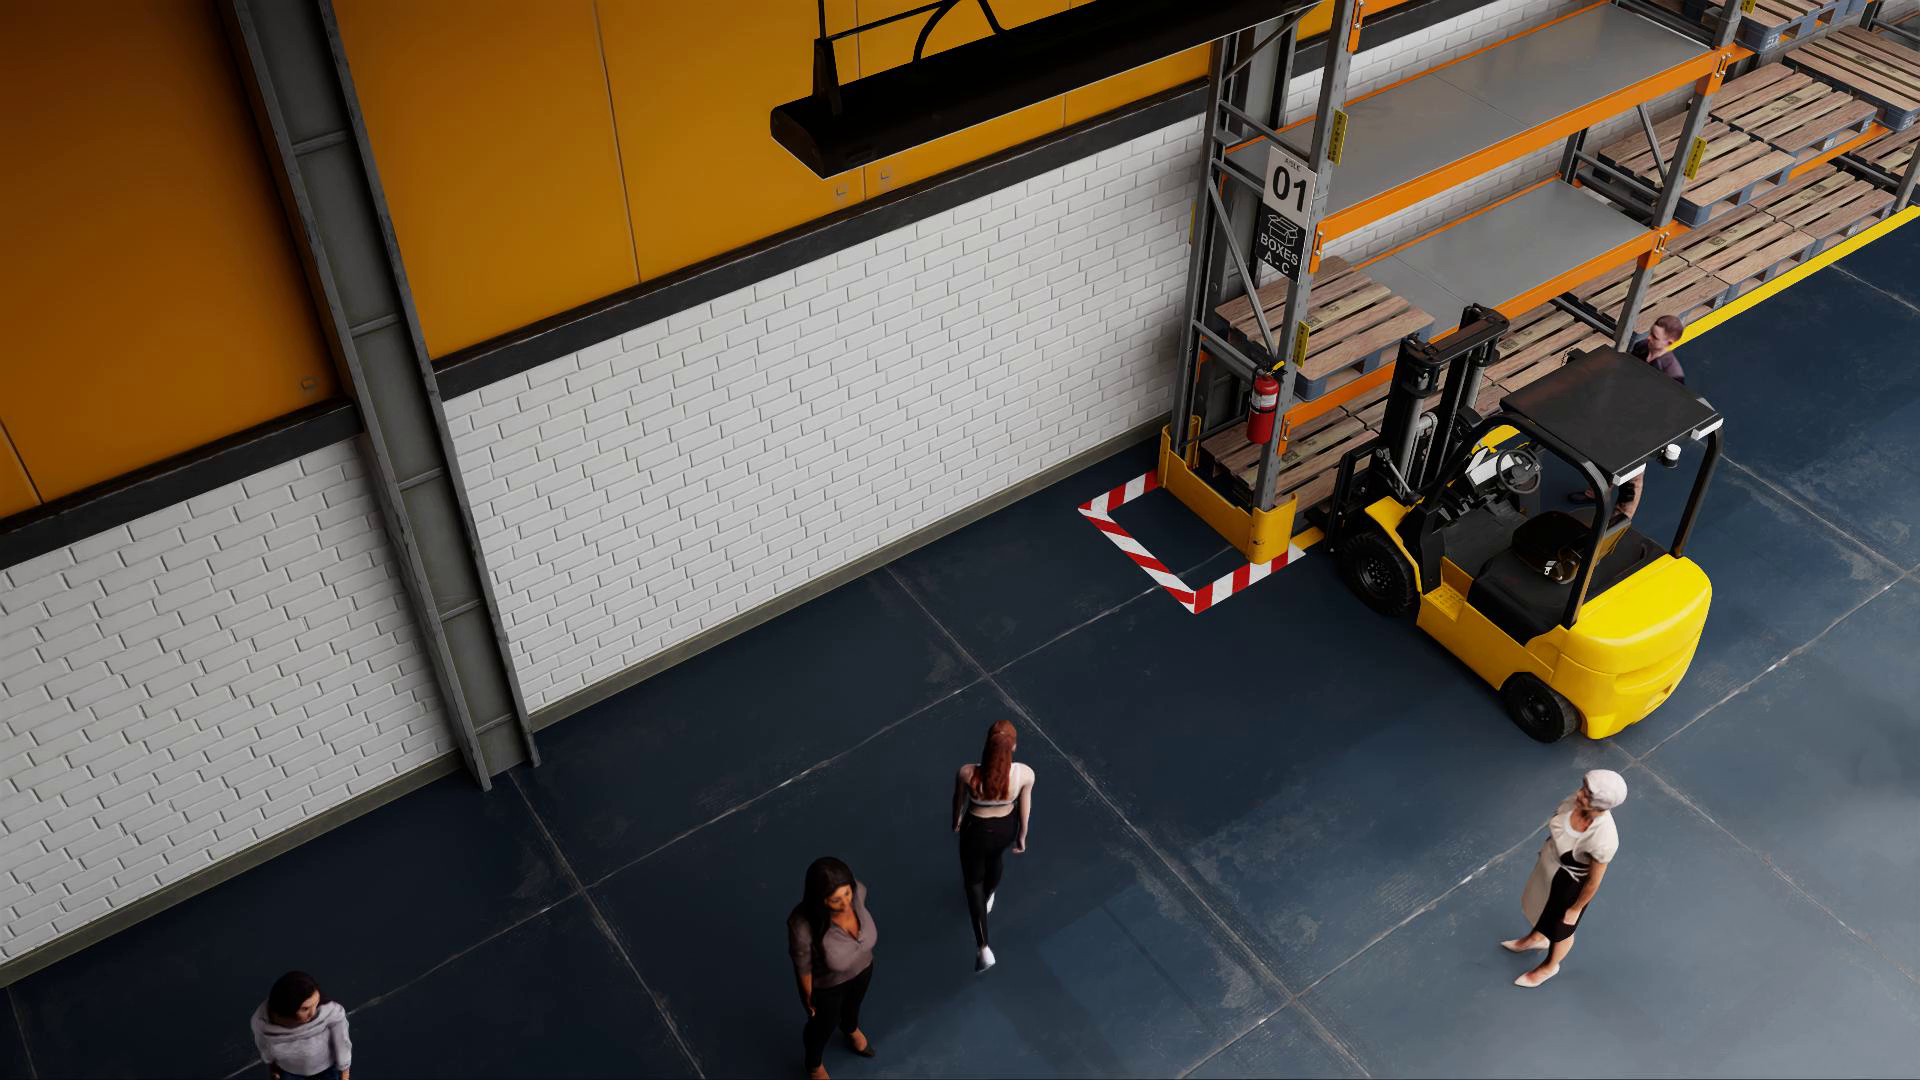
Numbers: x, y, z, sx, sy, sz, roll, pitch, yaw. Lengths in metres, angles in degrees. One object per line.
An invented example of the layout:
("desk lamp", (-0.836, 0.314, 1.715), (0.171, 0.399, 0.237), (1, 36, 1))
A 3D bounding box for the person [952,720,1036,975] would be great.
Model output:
("person", (0.176, 1.697, 9.191), (1.070, 1.723, 0.993), (-3, 44, -3))

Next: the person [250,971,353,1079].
("person", (-3.207, 2.598, 8.347), (0.708, 1.582, 0.821), (6, 44, 7))

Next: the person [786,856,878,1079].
("person", (-0.654, 2.217, 8.559), (0.751, 1.841, 0.599), (33, 53, 30))

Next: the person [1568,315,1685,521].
("person", (4.798, -0.842, 11.771), (0.706, 1.841, 0.752), (-12, 45, -12))

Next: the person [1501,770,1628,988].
("person", (3.295, 1.840, 9.019), (0.727, 1.754, 0.720), (-1, 44, -1))
